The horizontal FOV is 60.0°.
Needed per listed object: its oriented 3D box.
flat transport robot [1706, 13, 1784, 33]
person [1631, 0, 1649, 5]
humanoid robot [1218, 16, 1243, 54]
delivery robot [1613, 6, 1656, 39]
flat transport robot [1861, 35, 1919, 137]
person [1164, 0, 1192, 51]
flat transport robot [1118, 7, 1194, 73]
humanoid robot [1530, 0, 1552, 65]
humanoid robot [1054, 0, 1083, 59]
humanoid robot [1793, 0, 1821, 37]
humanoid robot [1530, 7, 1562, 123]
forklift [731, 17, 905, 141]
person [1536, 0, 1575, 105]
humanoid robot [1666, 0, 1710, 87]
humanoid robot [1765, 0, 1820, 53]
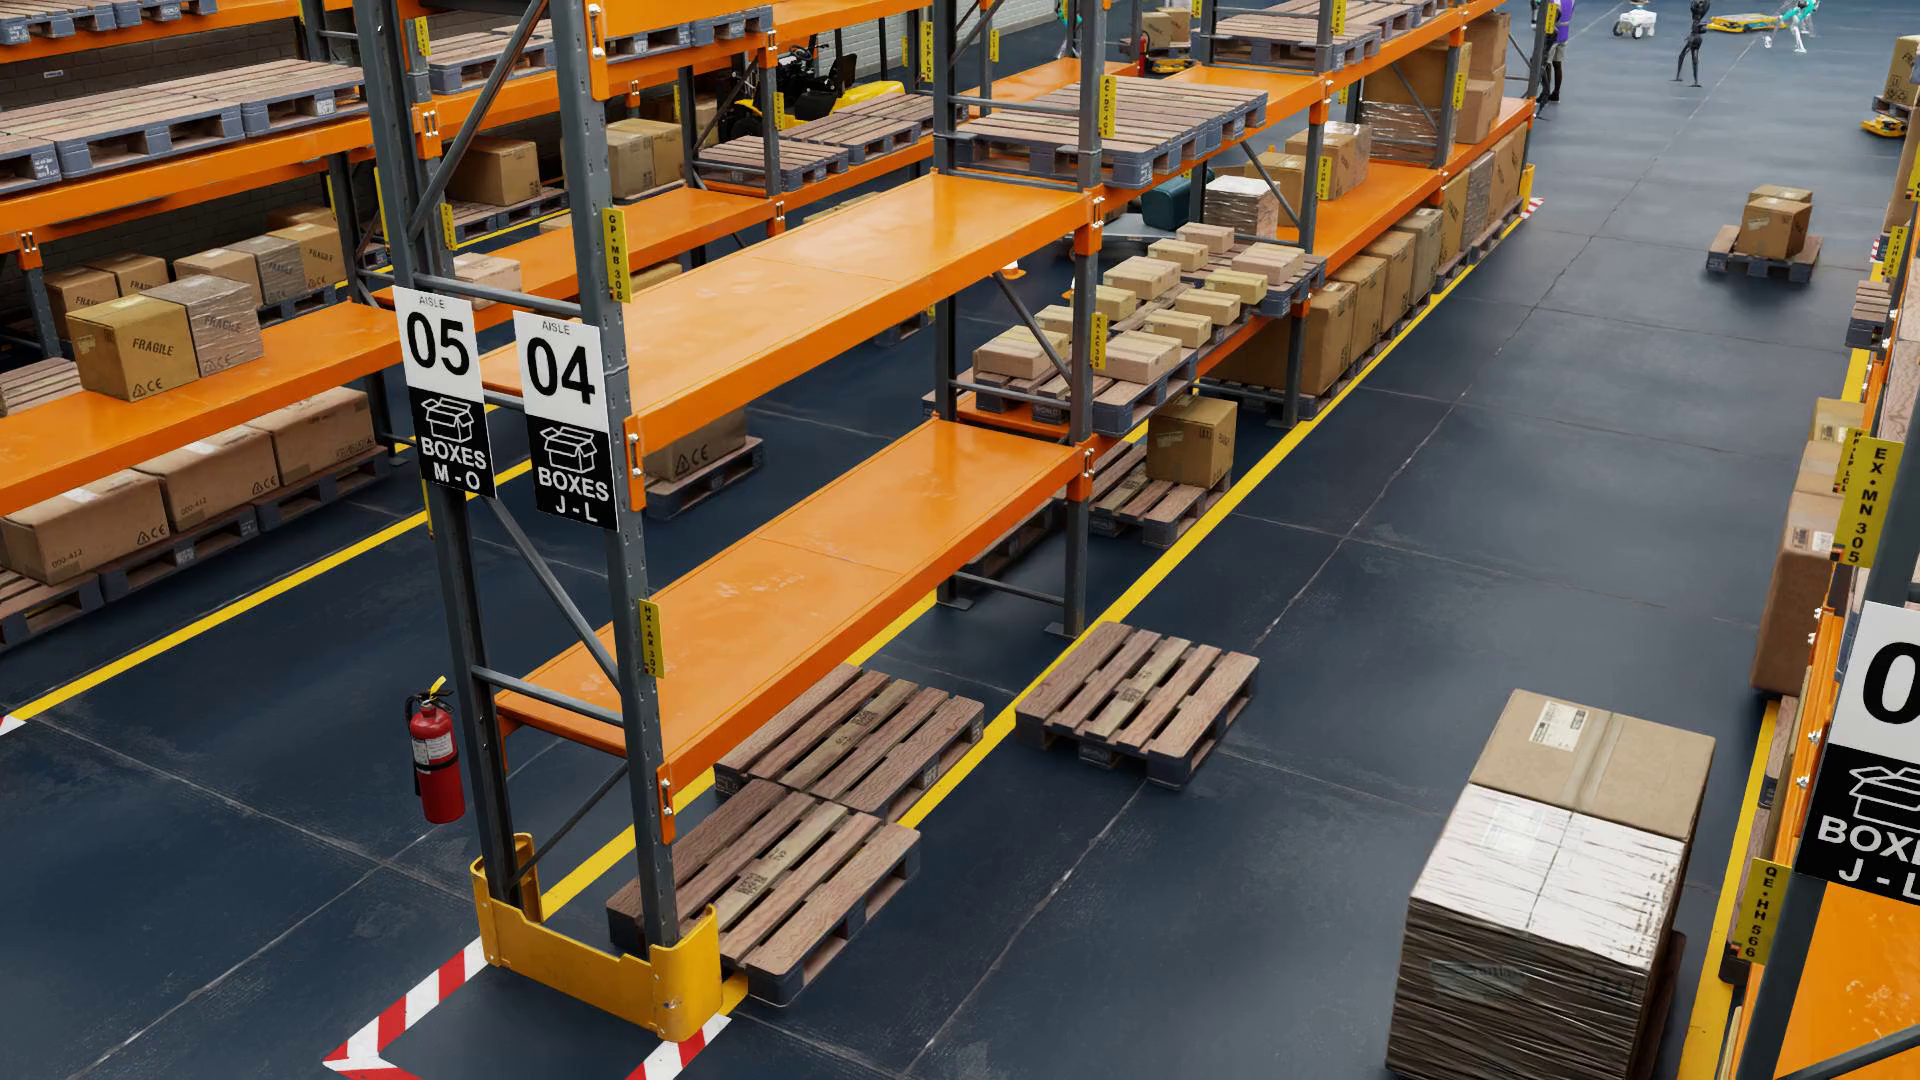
[{"bbox_3d":[15.107,-9.951,32.018,1.431,0.231,0.659,-13,28,-24],"label":"flat transport robot"},{"bbox_3d":[14.406,-12.193,34.754,0.694,1.932,0.479,-23,34,-39],"label":"person"},{"bbox_3d":[3.703,-6.411,23.039,0.591,1.650,0.398,19,32,34],"label":"humanoid robot"},{"bbox_3d":[12.691,-9.720,31.174,0.744,0.564,0.499,-16,30,-29],"label":"delivery robot"},{"bbox_3d":[13.636,-5.870,23.539,1.431,0.231,0.659,0,26,0],"label":"flat transport robot"},{"bbox_3d":[3.772,-9.176,28.485,0.634,1.937,0.352,-10,27,-20],"label":"person"},{"bbox_3d":[3.417,-8.158,28.294,0.659,0.231,1.431,-7,27,-15],"label":"flat transport robot"},{"bbox_3d":[9.748,-8.591,27.497,0.546,1.770,0.771,-20,32,-35],"label":"humanoid robot"},{"bbox_3d":[2.022,-9.226,28.851,0.942,1.768,0.551,-18,31,-33],"label":"humanoid robot"},{"bbox_3d":[15.897,-10.281,31.039,0.661,1.821,0.541,-2,26,-5],"label":"humanoid robot"},{"bbox_3d":[8.358,-6.842,23.941,0.439,1.635,0.604,11,28,22],"label":"humanoid robot"},{"bbox_3d":[-1.819,-5.975,21.543,2.313,2.155,1.214,14,29,26],"label":"forklift"},{"bbox_3d":[8.989,-7.597,25.188,0.601,1.957,0.382,-18,31,-33],"label":"person"},{"bbox_3d":[11.691,-8.080,26.523,0.550,1.642,0.590,9,27,18],"label":"humanoid robot"},{"bbox_3d":[14.880,-9.613,29.654,0.556,1.783,0.931,-15,29,-28],"label":"humanoid robot"}]
